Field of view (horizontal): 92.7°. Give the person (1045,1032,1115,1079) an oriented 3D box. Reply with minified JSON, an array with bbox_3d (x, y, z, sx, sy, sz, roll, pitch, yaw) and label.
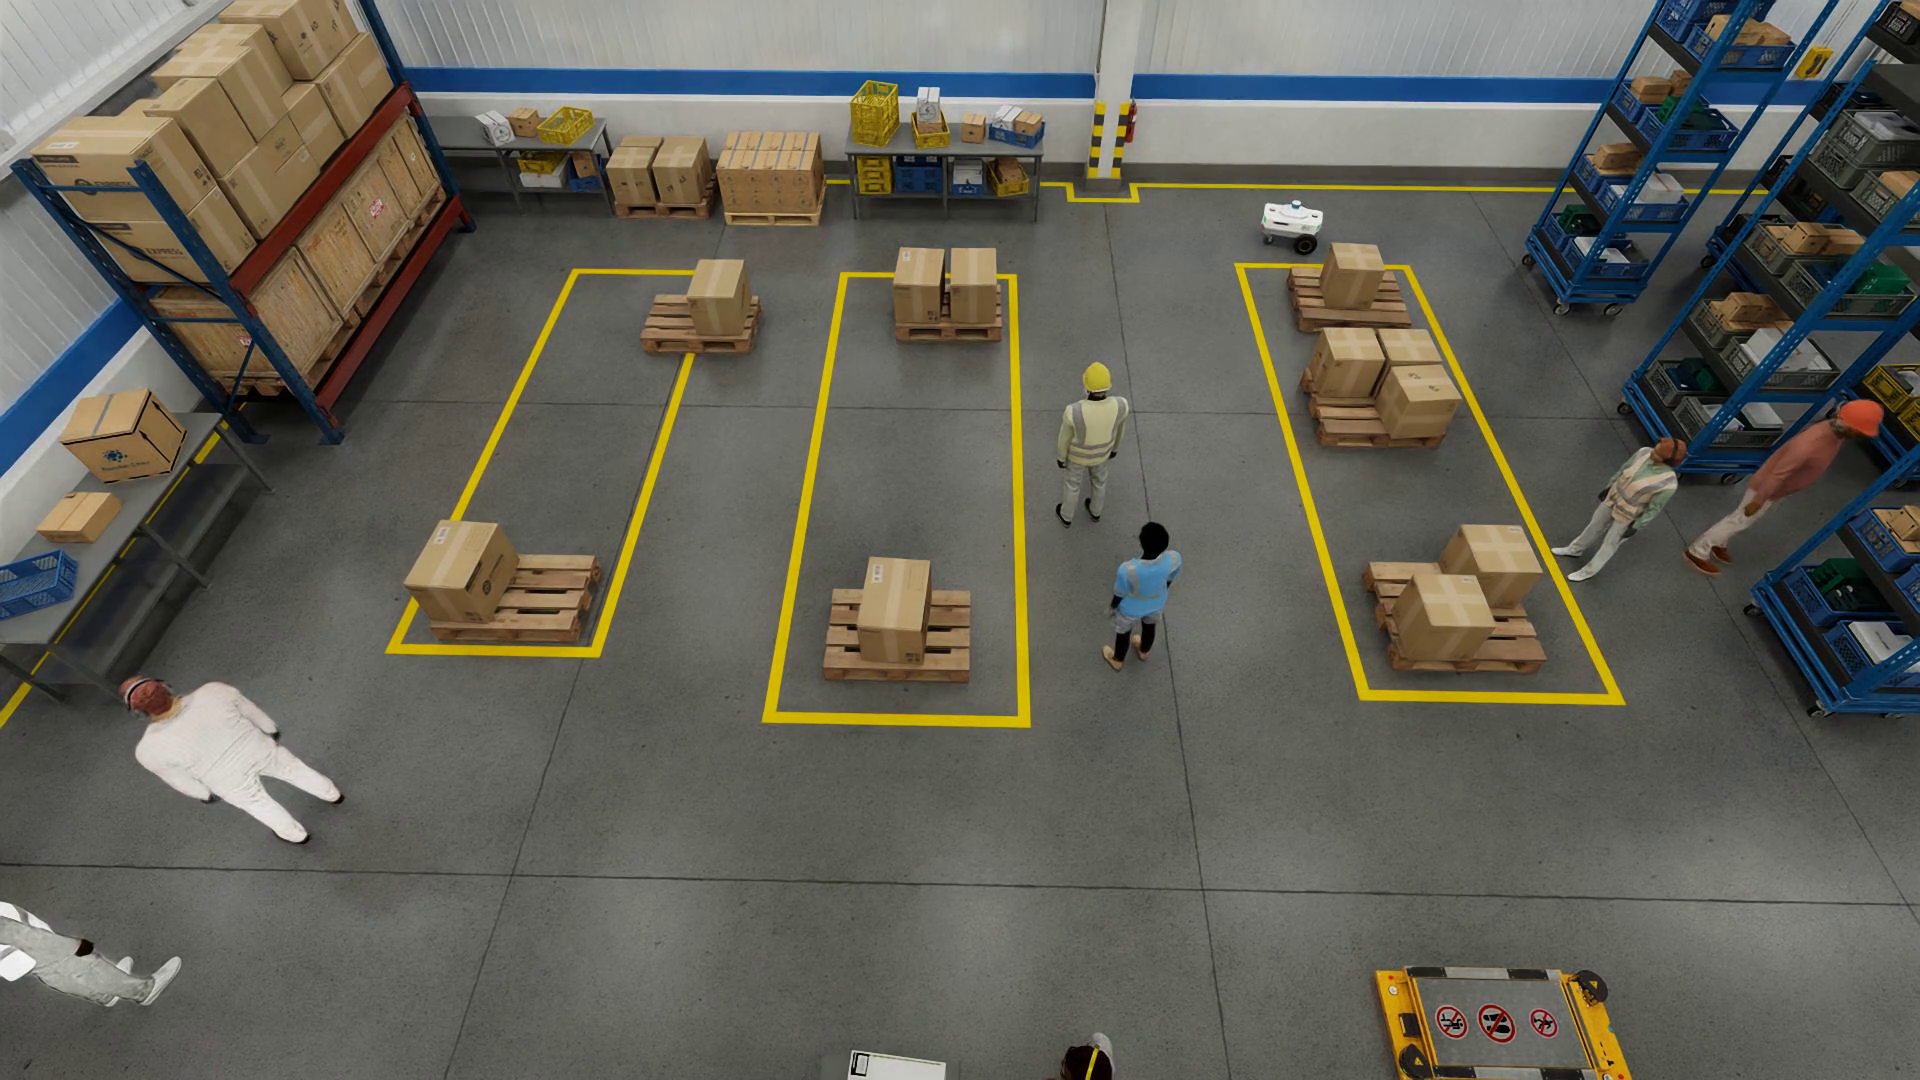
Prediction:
[{"bbox_3d":[0.630,3.038,4.968,0.310,1.868,0.533,11,52,9],"label":"person"}]

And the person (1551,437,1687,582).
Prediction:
[{"bbox_3d":[5.639,-0.261,7.804,0.312,1.636,0.518,-2,51,-1],"label":"person"}]

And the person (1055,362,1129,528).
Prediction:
[{"bbox_3d":[1.141,-0.813,8.137,0.596,1.823,0.403,-11,52,-9],"label":"person"}]

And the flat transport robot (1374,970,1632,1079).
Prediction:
[{"bbox_3d":[3.501,3.133,5.914,1.431,0.197,0.652,1,51,1],"label":"flat transport robot"}]

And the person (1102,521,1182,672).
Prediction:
[{"bbox_3d":[1.408,0.468,7.172,0.536,1.695,0.319,-14,52,-11],"label":"person"}]

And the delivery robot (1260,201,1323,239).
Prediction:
[{"bbox_3d":[4.155,-4.015,11.501,0.707,0.478,0.477,12,52,10],"label":"delivery robot"}]

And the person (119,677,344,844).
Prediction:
[{"bbox_3d":[-4.946,1.481,6.221,0.398,1.899,0.648,19,53,15],"label":"person"}]

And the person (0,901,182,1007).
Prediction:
[{"bbox_3d":[-5.554,2.420,5.442,0.592,1.916,0.392,1,51,1],"label":"person"}]

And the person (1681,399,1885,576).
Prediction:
[{"bbox_3d":[6.913,-0.440,7.733,0.638,1.980,0.422,-24,55,-19],"label":"person"}]
